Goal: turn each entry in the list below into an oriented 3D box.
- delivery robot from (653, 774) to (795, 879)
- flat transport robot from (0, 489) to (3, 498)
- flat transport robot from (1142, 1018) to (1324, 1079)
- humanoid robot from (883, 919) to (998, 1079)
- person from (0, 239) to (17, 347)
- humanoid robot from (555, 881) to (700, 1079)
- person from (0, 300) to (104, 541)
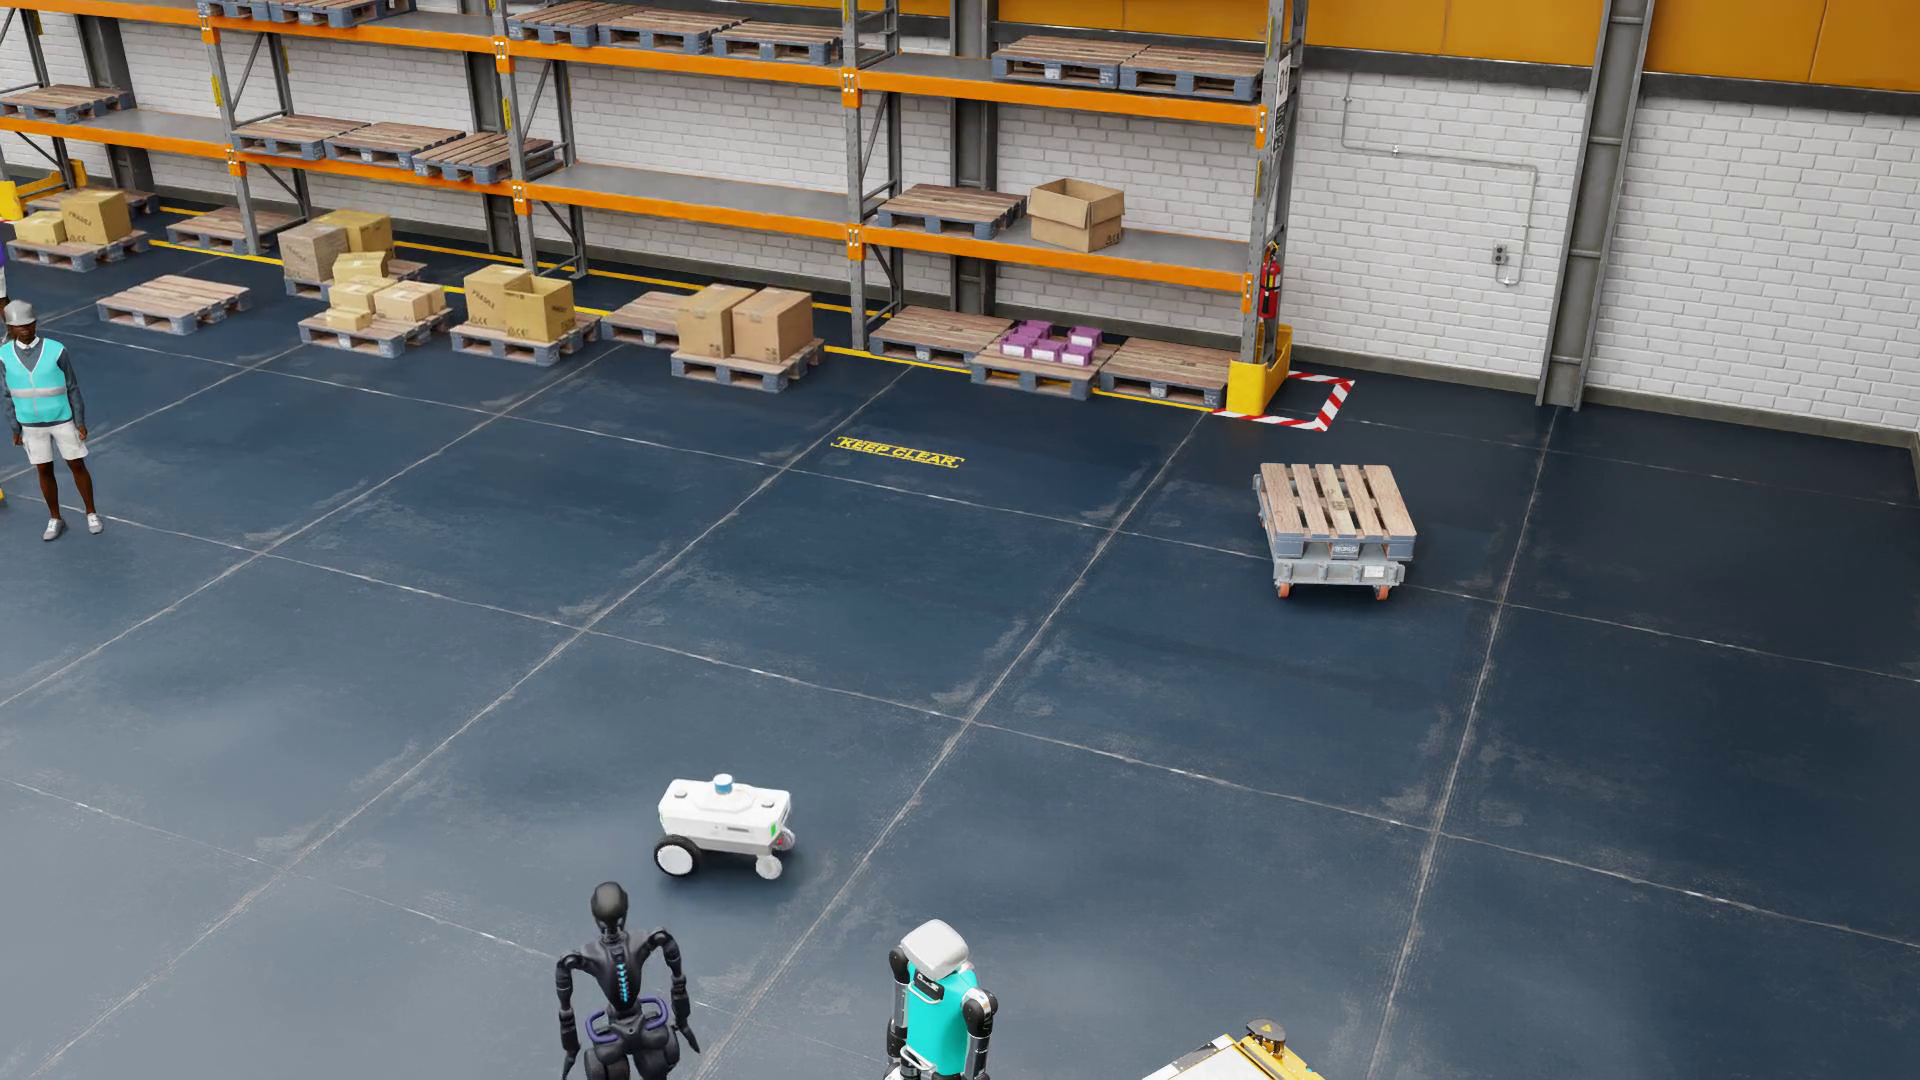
[{"bbox_3d":[-1.335,1.606,9.496,0.772,0.586,0.499,5,28,9],"label":"delivery robot"},{"bbox_3d":[-8.636,-0.570,14.036,0.659,0.231,1.431,-22,34,-35],"label":"flat transport robot"},{"bbox_3d":[1.102,2.725,7.647,1.431,0.231,0.659,-17,32,-30],"label":"flat transport robot"},{"bbox_3d":[-0.242,2.344,6.640,0.735,1.677,0.533,-24,36,-38],"label":"humanoid robot"},{"bbox_3d":[-9.624,-2.742,16.406,0.380,1.956,0.611,-14,31,-26],"label":"person"},{"bbox_3d":[-1.435,2.161,7.202,0.607,1.645,0.363,-11,29,-21],"label":"humanoid robot"},{"bbox_3d":[-7.100,-0.948,12.945,0.553,1.943,0.418,-9,29,-17],"label":"person"}]
